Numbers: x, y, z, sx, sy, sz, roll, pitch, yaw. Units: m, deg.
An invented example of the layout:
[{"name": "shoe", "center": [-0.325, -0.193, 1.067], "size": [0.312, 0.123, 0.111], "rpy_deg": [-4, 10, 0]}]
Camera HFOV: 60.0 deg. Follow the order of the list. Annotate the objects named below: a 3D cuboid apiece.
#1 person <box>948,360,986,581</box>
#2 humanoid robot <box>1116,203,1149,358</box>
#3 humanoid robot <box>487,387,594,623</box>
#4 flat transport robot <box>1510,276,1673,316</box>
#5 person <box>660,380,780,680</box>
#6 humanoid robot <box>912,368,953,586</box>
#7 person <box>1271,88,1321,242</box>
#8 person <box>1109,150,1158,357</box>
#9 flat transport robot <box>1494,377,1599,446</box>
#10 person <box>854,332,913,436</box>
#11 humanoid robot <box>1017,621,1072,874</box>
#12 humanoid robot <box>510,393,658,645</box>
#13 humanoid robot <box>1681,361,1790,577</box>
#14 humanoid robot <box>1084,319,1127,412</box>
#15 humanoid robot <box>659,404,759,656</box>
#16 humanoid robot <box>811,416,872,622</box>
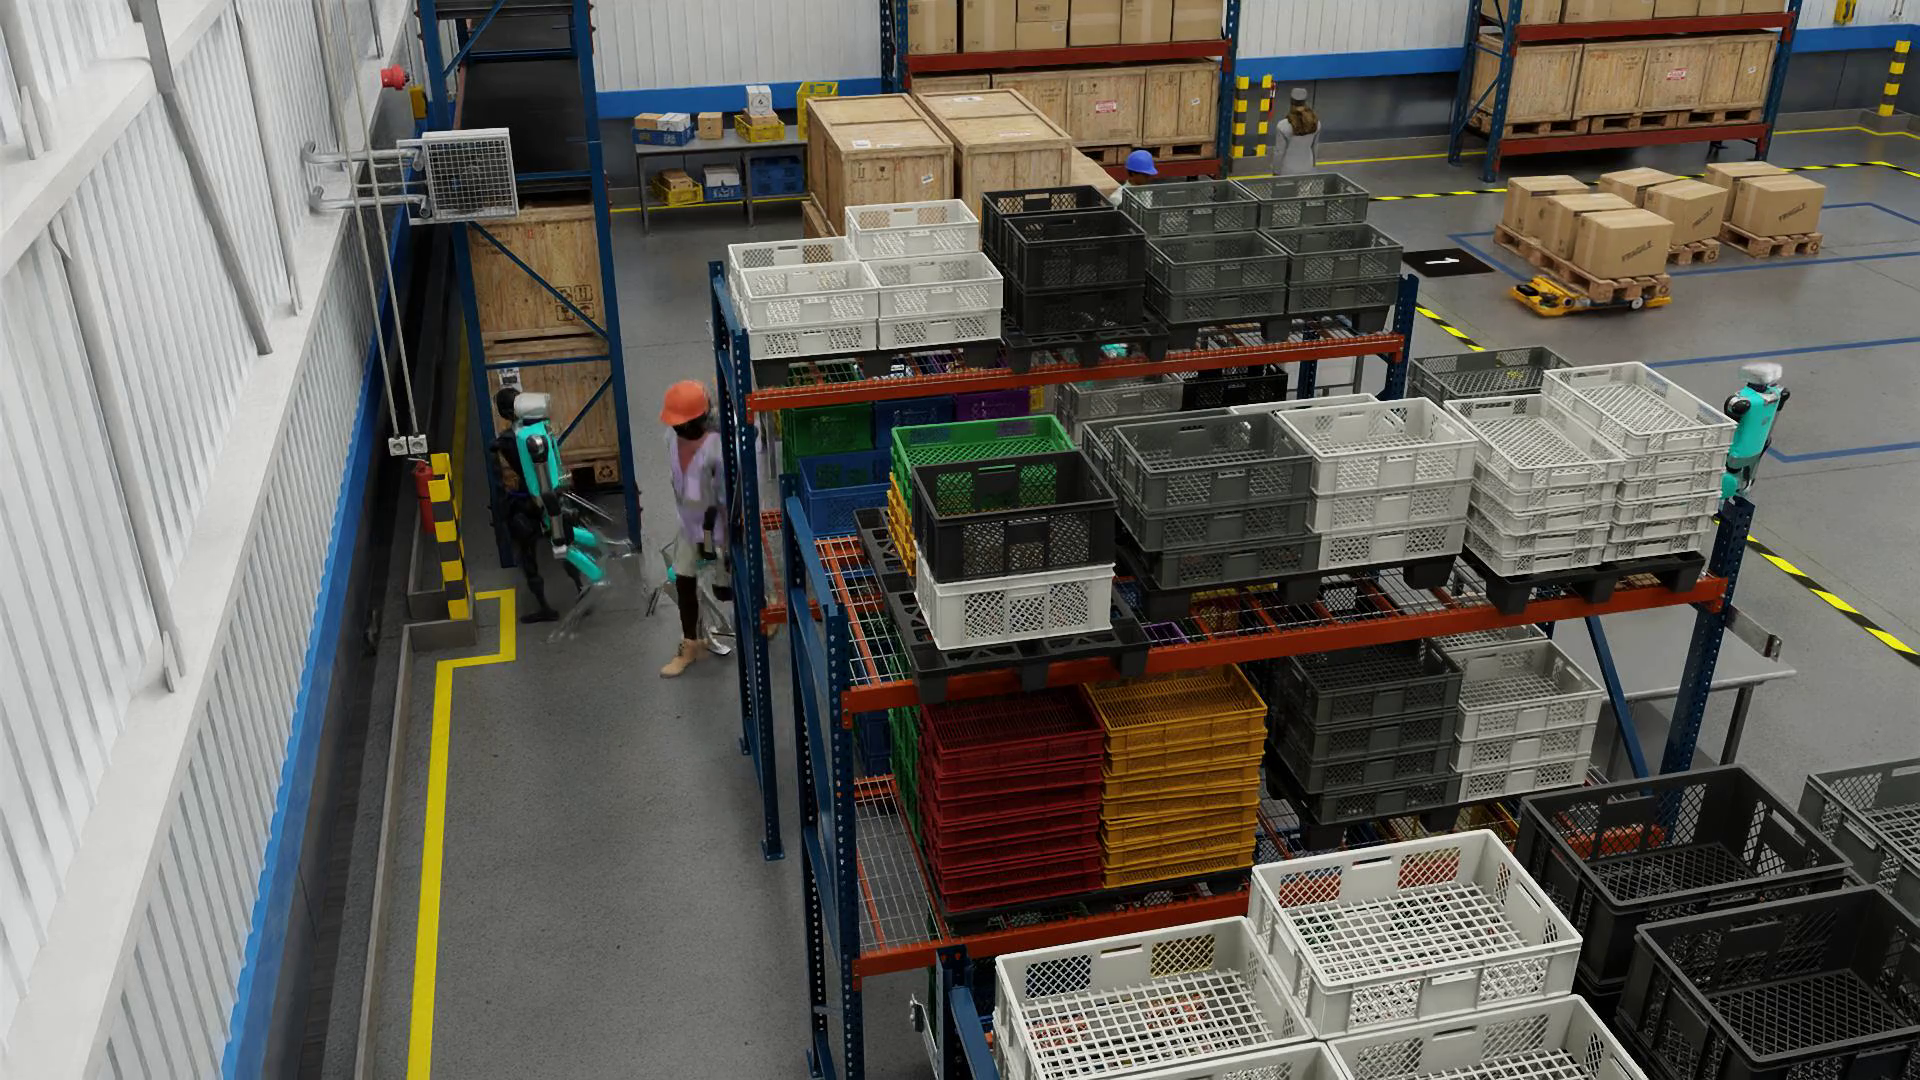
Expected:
[{"name": "person", "center": [0.042, -0.406, 11.139], "size": [0.404, 1.830, 0.601], "rpy_deg": [21, 34, 34]}, {"name": "humanoid robot", "center": [1.412, -2.217, 14.744], "size": [0.588, 1.632, 0.415], "rpy_deg": [-8, 29, -15]}, {"name": "humanoid robot", "center": [-2.767, -0.213, 10.948], "size": [0.471, 1.644, 0.608], "rpy_deg": [18, 33, 30]}, {"name": "flat transport robot", "center": [6.383, -2.519, 16.797], "size": [1.431, 0.197, 0.652], "rpy_deg": [-6, 28, -12]}, {"name": "person", "center": [-1.522, -0.109, 10.401], "size": [0.636, 2.012, 0.836], "rpy_deg": [21, 35, 35]}, {"name": "humanoid robot", "center": [-0.335, -0.370, 11.112], "size": [0.713, 1.737, 0.532], "rpy_deg": [15, 31, 27]}, {"name": "person", "center": [3.618, -4.001, 18.028], "size": [0.572, 1.766, 0.397], "rpy_deg": [-13, 30, -23]}, {"name": "person", "center": [1.566, -2.604, 15.202], "size": [0.412, 1.939, 0.607], "rpy_deg": [22, 35, 35]}, {"name": "flat transport robot", "center": [4.780, -1.036, 14.013], "size": [0.659, 0.231, 1.431], "rpy_deg": [-6, 28, -12]}, {"name": "person", "center": [-0.483, -0.664, 11.586], "size": [0.567, 1.880, 0.358], "rpy_deg": [-5, 28, -10]}, {"name": "humanoid robot", "center": [0.369, 1.126, 8.402], "size": [0.432, 1.635, 0.606], "rpy_deg": [-6, 28, -11]}, {"name": "humanoid robot", "center": [-2.359, -0.163, 10.811], "size": [0.926, 1.781, 0.544], "rpy_deg": [-11, 30, -20]}, {"name": "humanoid robot", "center": [5.040, -0.484, 11.242], "size": [0.533, 1.681, 0.735], "rpy_deg": [-15, 31, -26]}, {"name": "humanoid robot", "center": [0.796, -0.761, 11.971], "size": [1.044, 1.760, 0.550], "rpy_deg": [-1, 28, -1]}, {"name": "humanoid robot", "center": [-1.631, -0.097, 10.510], "size": [0.735, 1.677, 0.533], "rpy_deg": [11, 30, 19]}, {"name": "humanoid robot", "center": [-0.823, -0.232, 10.959], "size": [0.599, 1.657, 0.315], "rpy_deg": [10, 29, 18]}]
